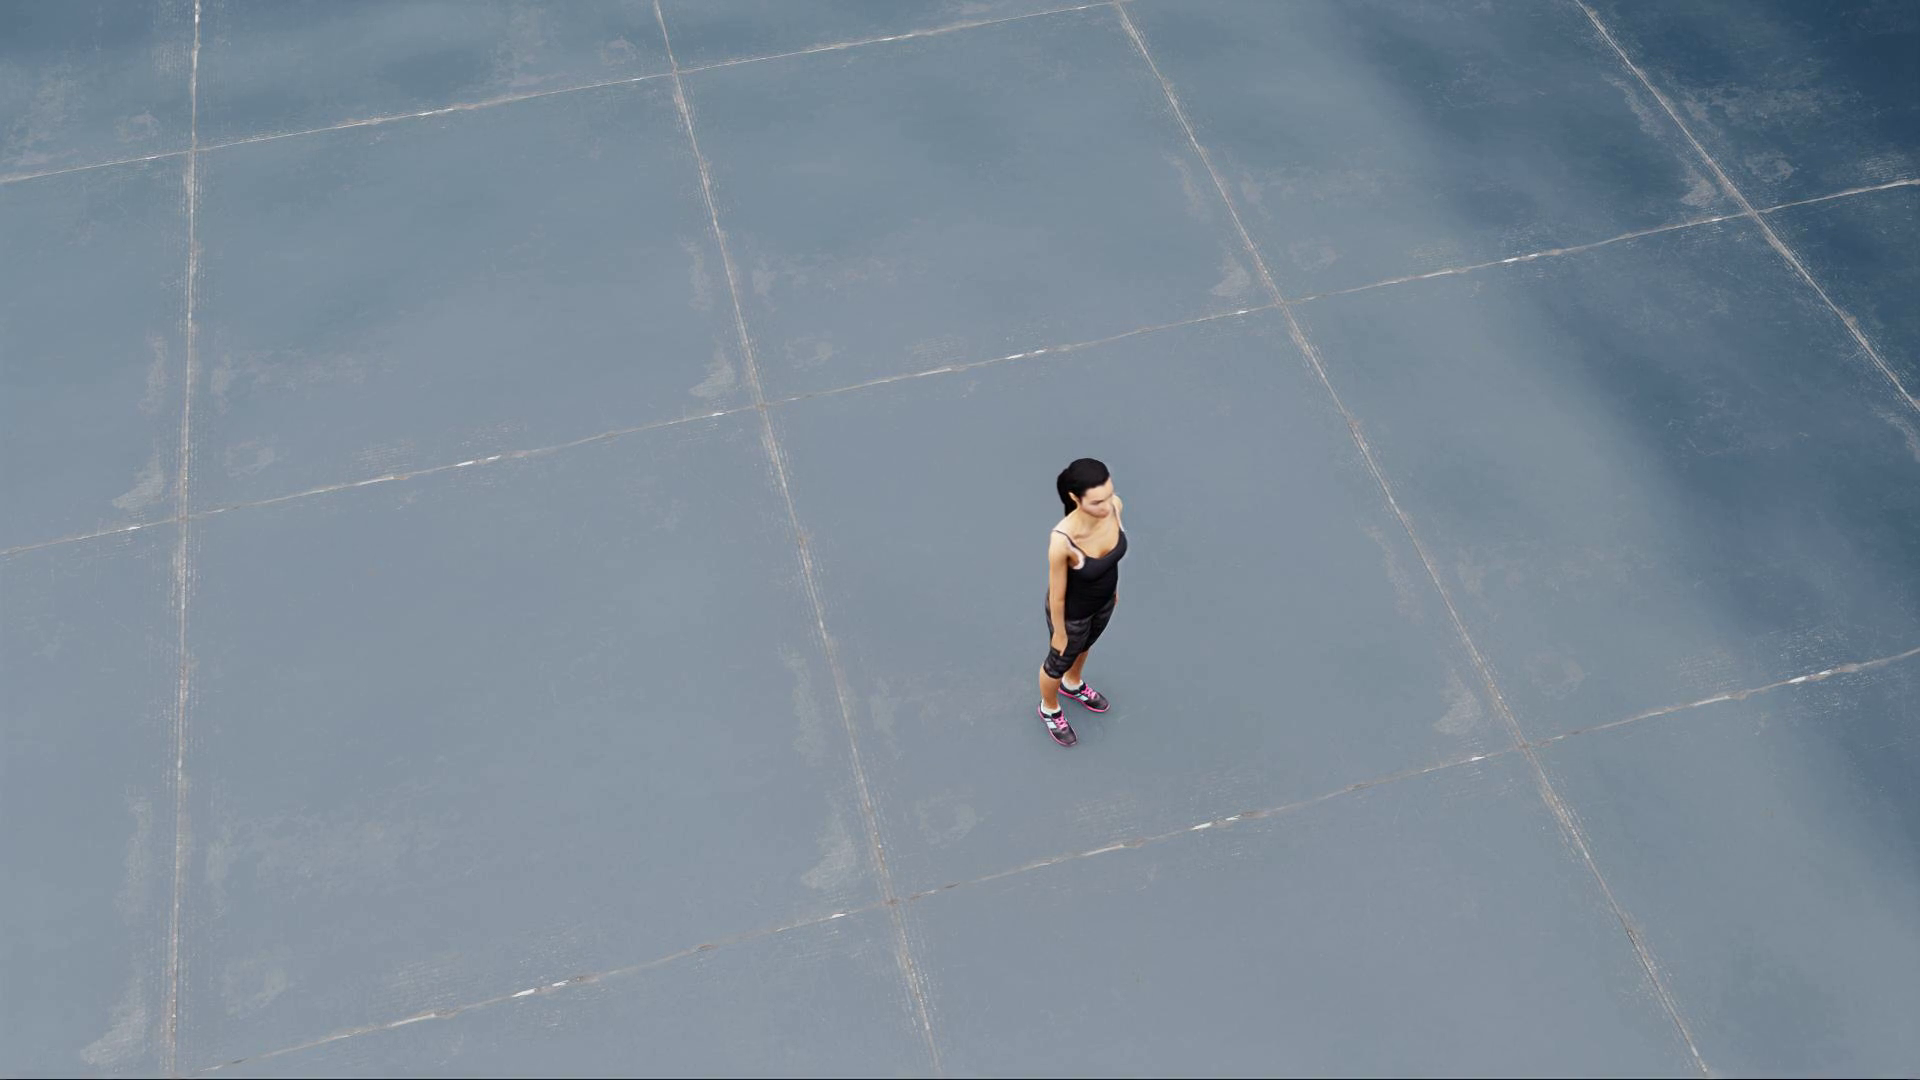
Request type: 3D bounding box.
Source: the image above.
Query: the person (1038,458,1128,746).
[{"bbox_3d":[0.506,0.253,7.109,0.698,1.729,0.666,36,60,25],"label":"person"}]
